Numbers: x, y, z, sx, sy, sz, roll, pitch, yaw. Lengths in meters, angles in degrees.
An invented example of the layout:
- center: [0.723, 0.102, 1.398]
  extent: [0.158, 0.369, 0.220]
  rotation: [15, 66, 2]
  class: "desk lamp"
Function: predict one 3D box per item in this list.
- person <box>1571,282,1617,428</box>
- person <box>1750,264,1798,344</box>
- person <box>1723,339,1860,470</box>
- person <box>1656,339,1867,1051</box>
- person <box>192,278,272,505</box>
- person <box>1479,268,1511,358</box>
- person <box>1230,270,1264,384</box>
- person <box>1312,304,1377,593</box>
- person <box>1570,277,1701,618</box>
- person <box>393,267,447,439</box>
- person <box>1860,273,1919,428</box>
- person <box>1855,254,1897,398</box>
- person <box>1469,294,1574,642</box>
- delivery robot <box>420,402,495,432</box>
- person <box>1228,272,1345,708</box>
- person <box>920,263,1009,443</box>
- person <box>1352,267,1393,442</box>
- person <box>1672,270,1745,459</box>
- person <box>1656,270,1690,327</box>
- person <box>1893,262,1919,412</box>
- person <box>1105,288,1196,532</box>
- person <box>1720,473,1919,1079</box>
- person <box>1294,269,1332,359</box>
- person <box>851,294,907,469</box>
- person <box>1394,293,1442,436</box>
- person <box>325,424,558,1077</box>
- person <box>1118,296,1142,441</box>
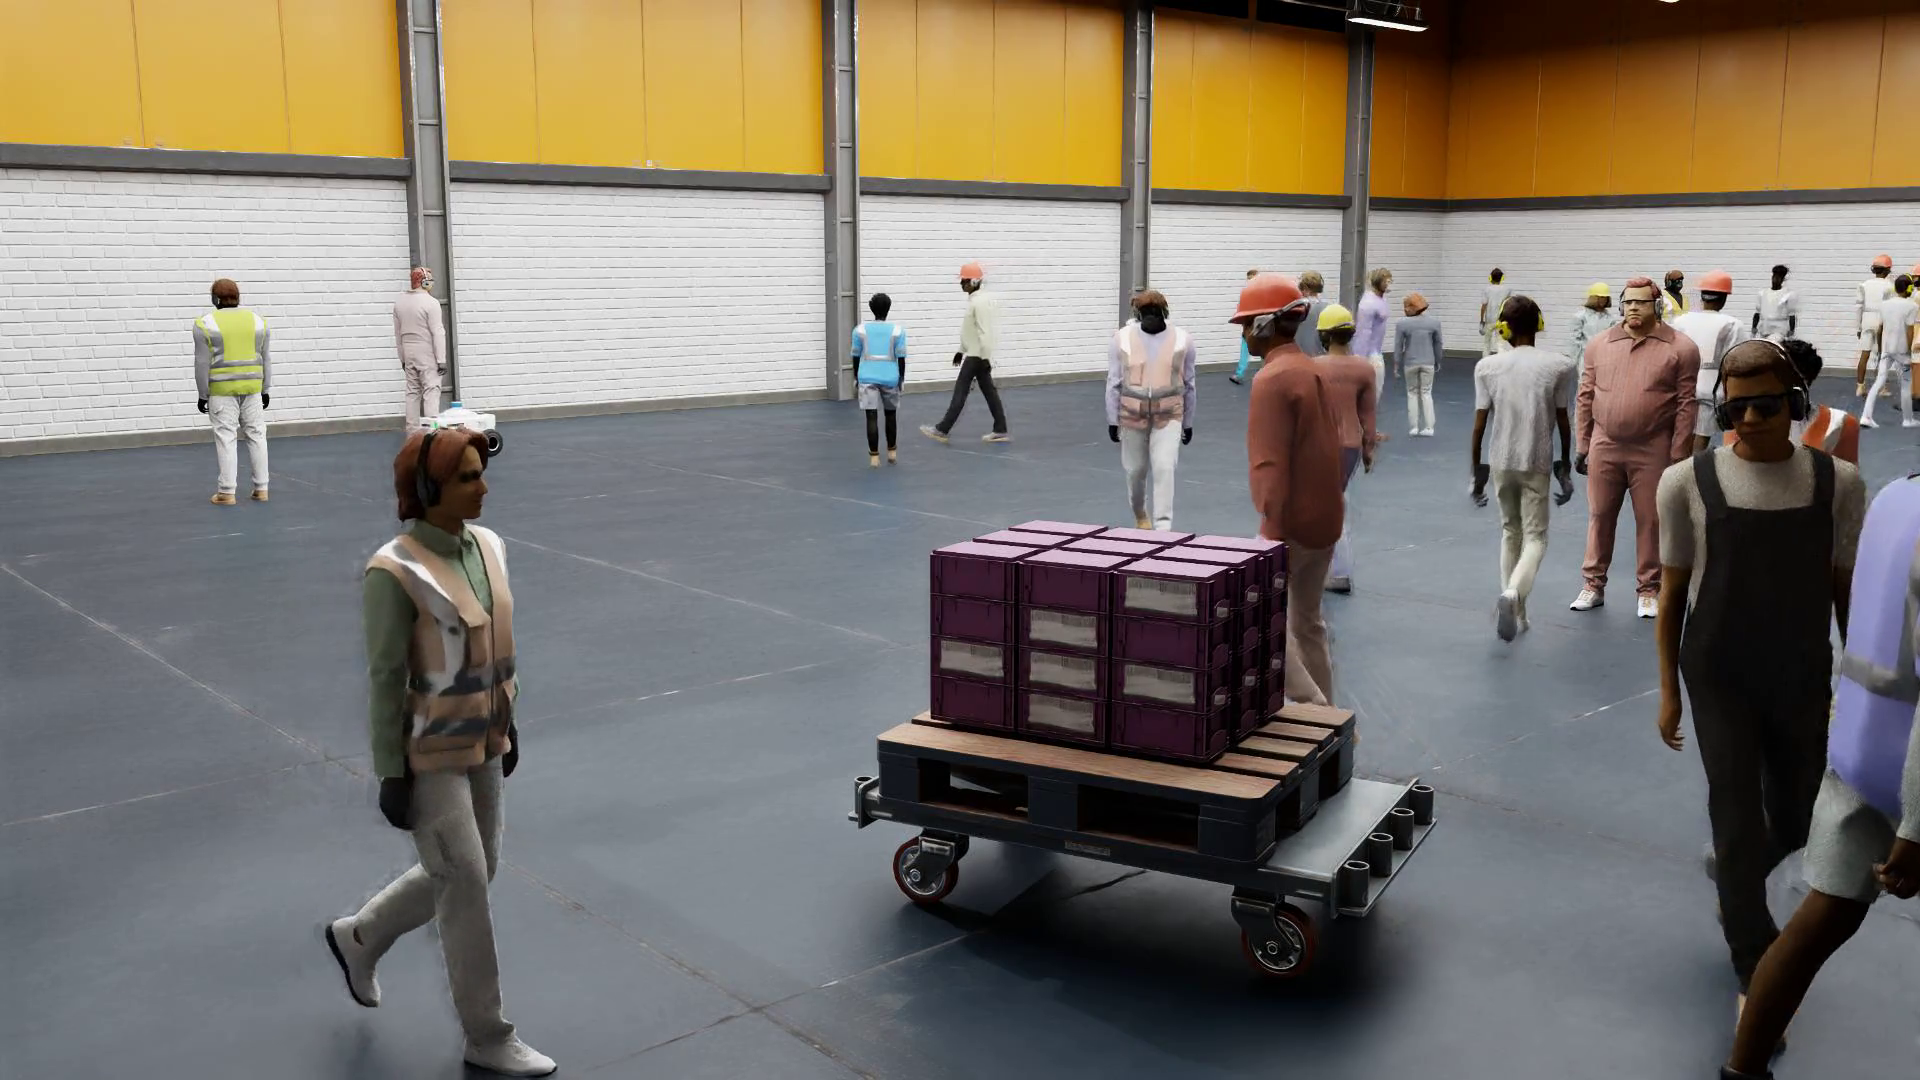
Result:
- center: [7.016, -1.966, 18.331]
  extent: [0.506, 1.727, 0.454]
  rotation: [-1, 10, -8]
  class: "person"
- center: [11.903, -3.057, 24.236]
  extent: [0.995, 1.915, 0.609]
  rotation: [-5, 11, -28]
  class: "person"
- center: [3.457, -0.003, 7.025]
  extent: [0.557, 1.660, 0.789]
  rotation: [6, 11, 31]
  class: "person"
- center: [2.113, 0.364, 4.451]
  extent: [0.540, 1.817, 0.709]
  rotation: [2, 10, 13]
  class: "person"
- center: [-5.951, -1.211, 13.615]
  extent: [0.429, 1.844, 0.627]
  rotation: [9, 13, 42]
  class: "person"
- center: [9.056, -3.680, 28.150]
  extent: [0.537, 1.820, 0.954]
  rotation: [1, 10, 9]
  class: "person"
- center: [4.645, -3.355, 26.295]
  extent: [0.591, 1.790, 0.966]
  rotation: [8, 12, 39]
  class: "person"
- center: [2.246, -0.572, 10.224]
  extent: [0.541, 1.724, 0.913]
  rotation: [-3, 10, -18]
  class: "person"
- center: [3.779, -0.519, 9.374]
  extent: [0.641, 1.908, 0.407]
  rotation: [6, 12, 33]
  class: "person"
- center: [-5.666, -1.927, 17.615]
  extent: [0.646, 1.907, 0.401]
  rotation: [6, 11, 30]
  class: "person"
- center: [10.984, -2.214, 19.558]
  extent: [0.967, 1.827, 0.538]
  rotation: [-5, 11, -27]
  class: "person"
- center: [13.153, -3.062, 23.850]
  extent: [0.365, 2.048, 0.608]
  rotation: [-6, 12, -33]
  class: "person"
- center: [2.927, -0.359, 8.693]
  extent: [0.526, 1.825, 0.736]
  rotation: [5, 11, 29]
  class: "person"
- center: [-5.053, -1.148, 16.730]
  extent: [0.477, 0.478, 0.707]
  rotation: [9, 13, 43]
  class: "delivery robot"
- center: [1.257, -0.051, 6.475]
  extent: [0.540, 1.959, 0.639]
  rotation: [6, 12, 33]
  class: "person"
- center: [0.073, -2.022, 18.053]
  extent: [1.017, 1.941, 0.621]
  rotation: [0, 10, 1]
  class: "person"
- center: [4.416, -2.032, 18.218]
  extent: [0.662, 1.917, 0.651]
  rotation: [4, 11, 24]
  class: "person"
- center: [5.893, -1.153, 13.082]
  extent: [0.577, 1.900, 0.875]
  rotation: [9, 13, 43]
  class: "person"
- center: [9.205, -2.568, 21.557]
  extent: [0.626, 1.844, 0.429]
  rotation: [-5, 11, -27]
  class: "person"
- center: [12.459, -2.636, 21.673]
  extent: [0.360, 1.939, 0.543]
  rotation: [4, 10, 21]
  class: "person"
- center: [1.336, -0.861, 11.679]
  extent: [0.625, 1.811, 0.836]
  rotation: [2, 10, 10]
  class: "person"
- center: [2.153, 0.487, 3.560]
  extent: [1.012, 1.871, 0.550]
  rotation: [1, 10, 3]
  class: "person"
- center: [3.303, -1.637, 15.917]
  extent: [0.628, 1.911, 0.953]
  rotation: [2, 10, 10]
  class: "person"
- center: [-0.783, -1.534, 16.056]
  extent: [0.541, 1.655, 0.834]
  rotation: [-1, 10, -3]
  class: "person"
- center: [5.128, -1.959, 18.640]
  extent: [0.533, 1.605, 0.346]
  rotation: [1, 10, 7]
  class: "person"
- center: [-1.338, 0.515, 4.141]
  extent: [0.659, 1.624, 0.515]
  rotation: [3, 10, 17]
  class: "person"
- center: [2.062, -1.913, 18.435]
  extent: [0.861, 1.596, 0.504]
  rotation: [-6, 11, -30]
  class: "person"
